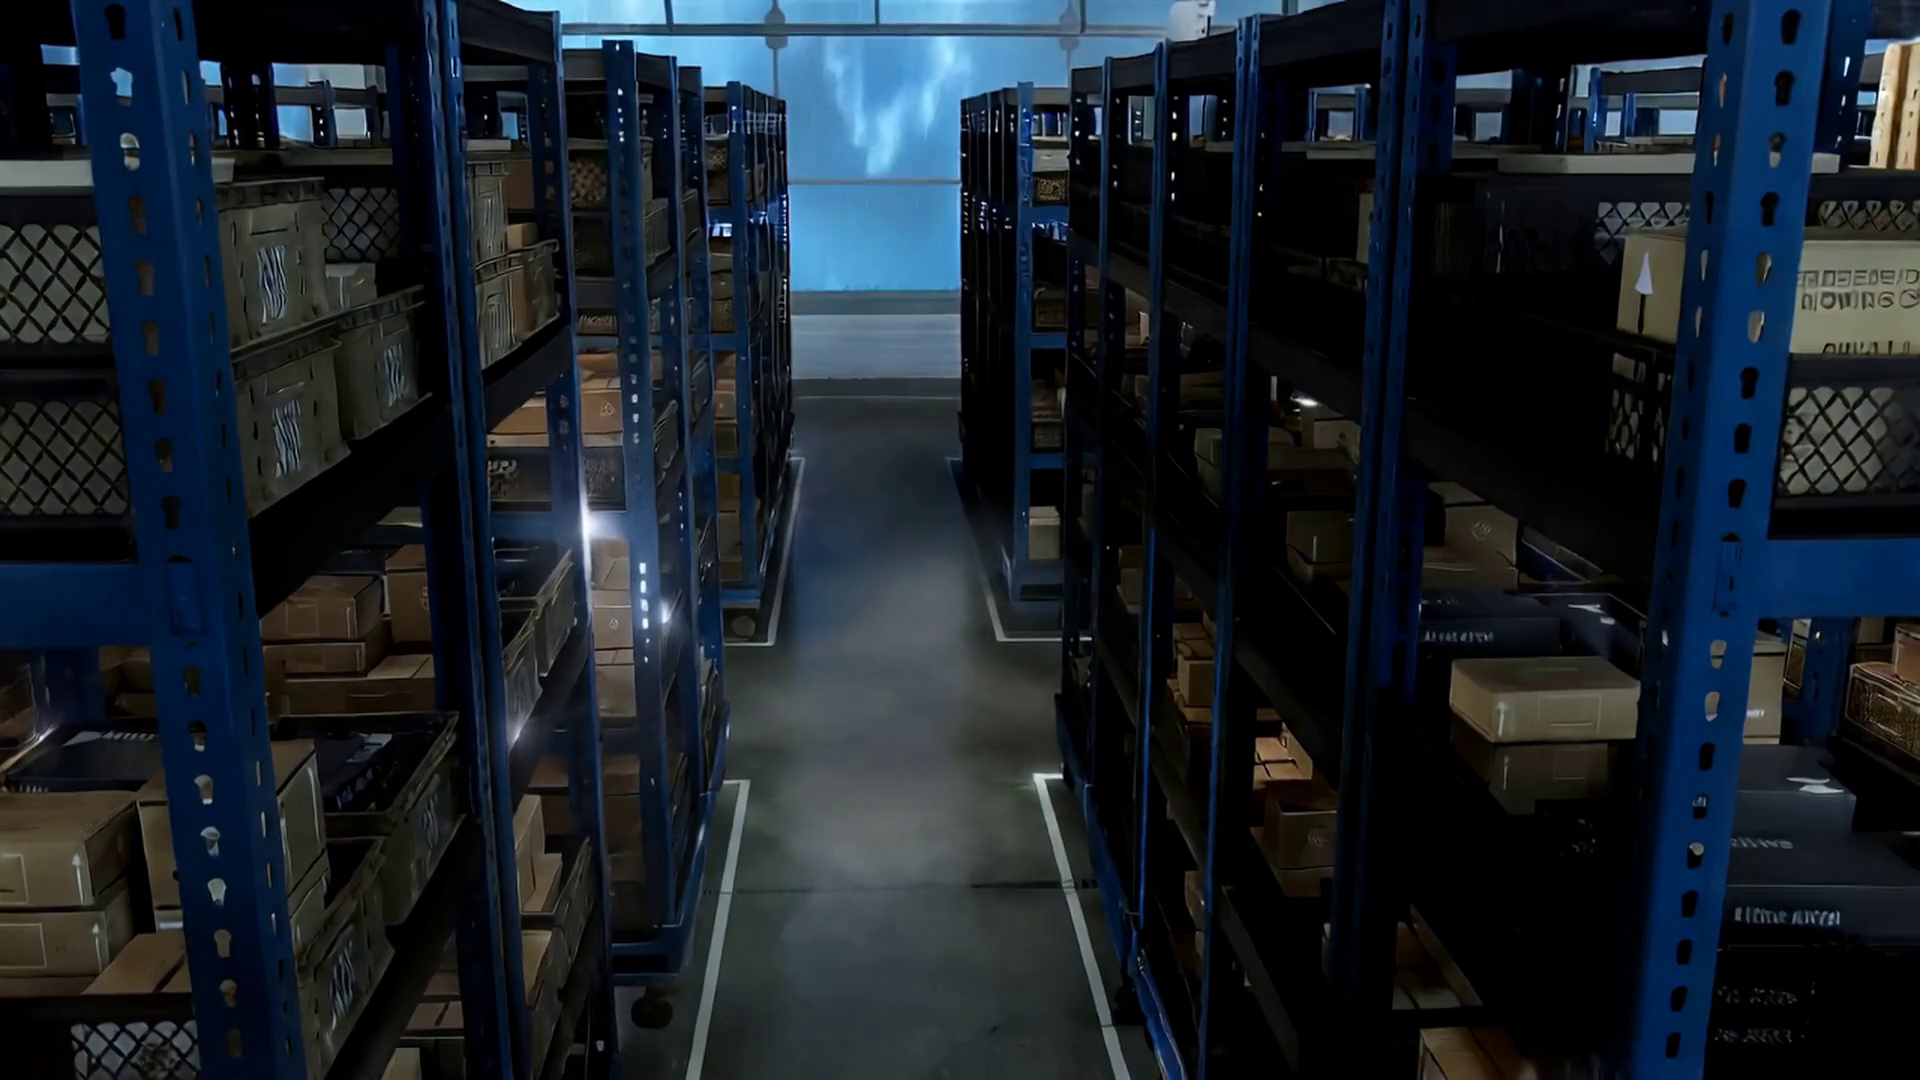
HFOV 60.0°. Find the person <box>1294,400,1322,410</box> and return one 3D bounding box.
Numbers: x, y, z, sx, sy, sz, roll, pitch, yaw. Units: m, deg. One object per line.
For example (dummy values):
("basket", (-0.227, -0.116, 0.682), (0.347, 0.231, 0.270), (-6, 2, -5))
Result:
("person", (1.942, 0.092, 9.619), (0.586, 1.823, 0.403), (-10, 17, -34))
